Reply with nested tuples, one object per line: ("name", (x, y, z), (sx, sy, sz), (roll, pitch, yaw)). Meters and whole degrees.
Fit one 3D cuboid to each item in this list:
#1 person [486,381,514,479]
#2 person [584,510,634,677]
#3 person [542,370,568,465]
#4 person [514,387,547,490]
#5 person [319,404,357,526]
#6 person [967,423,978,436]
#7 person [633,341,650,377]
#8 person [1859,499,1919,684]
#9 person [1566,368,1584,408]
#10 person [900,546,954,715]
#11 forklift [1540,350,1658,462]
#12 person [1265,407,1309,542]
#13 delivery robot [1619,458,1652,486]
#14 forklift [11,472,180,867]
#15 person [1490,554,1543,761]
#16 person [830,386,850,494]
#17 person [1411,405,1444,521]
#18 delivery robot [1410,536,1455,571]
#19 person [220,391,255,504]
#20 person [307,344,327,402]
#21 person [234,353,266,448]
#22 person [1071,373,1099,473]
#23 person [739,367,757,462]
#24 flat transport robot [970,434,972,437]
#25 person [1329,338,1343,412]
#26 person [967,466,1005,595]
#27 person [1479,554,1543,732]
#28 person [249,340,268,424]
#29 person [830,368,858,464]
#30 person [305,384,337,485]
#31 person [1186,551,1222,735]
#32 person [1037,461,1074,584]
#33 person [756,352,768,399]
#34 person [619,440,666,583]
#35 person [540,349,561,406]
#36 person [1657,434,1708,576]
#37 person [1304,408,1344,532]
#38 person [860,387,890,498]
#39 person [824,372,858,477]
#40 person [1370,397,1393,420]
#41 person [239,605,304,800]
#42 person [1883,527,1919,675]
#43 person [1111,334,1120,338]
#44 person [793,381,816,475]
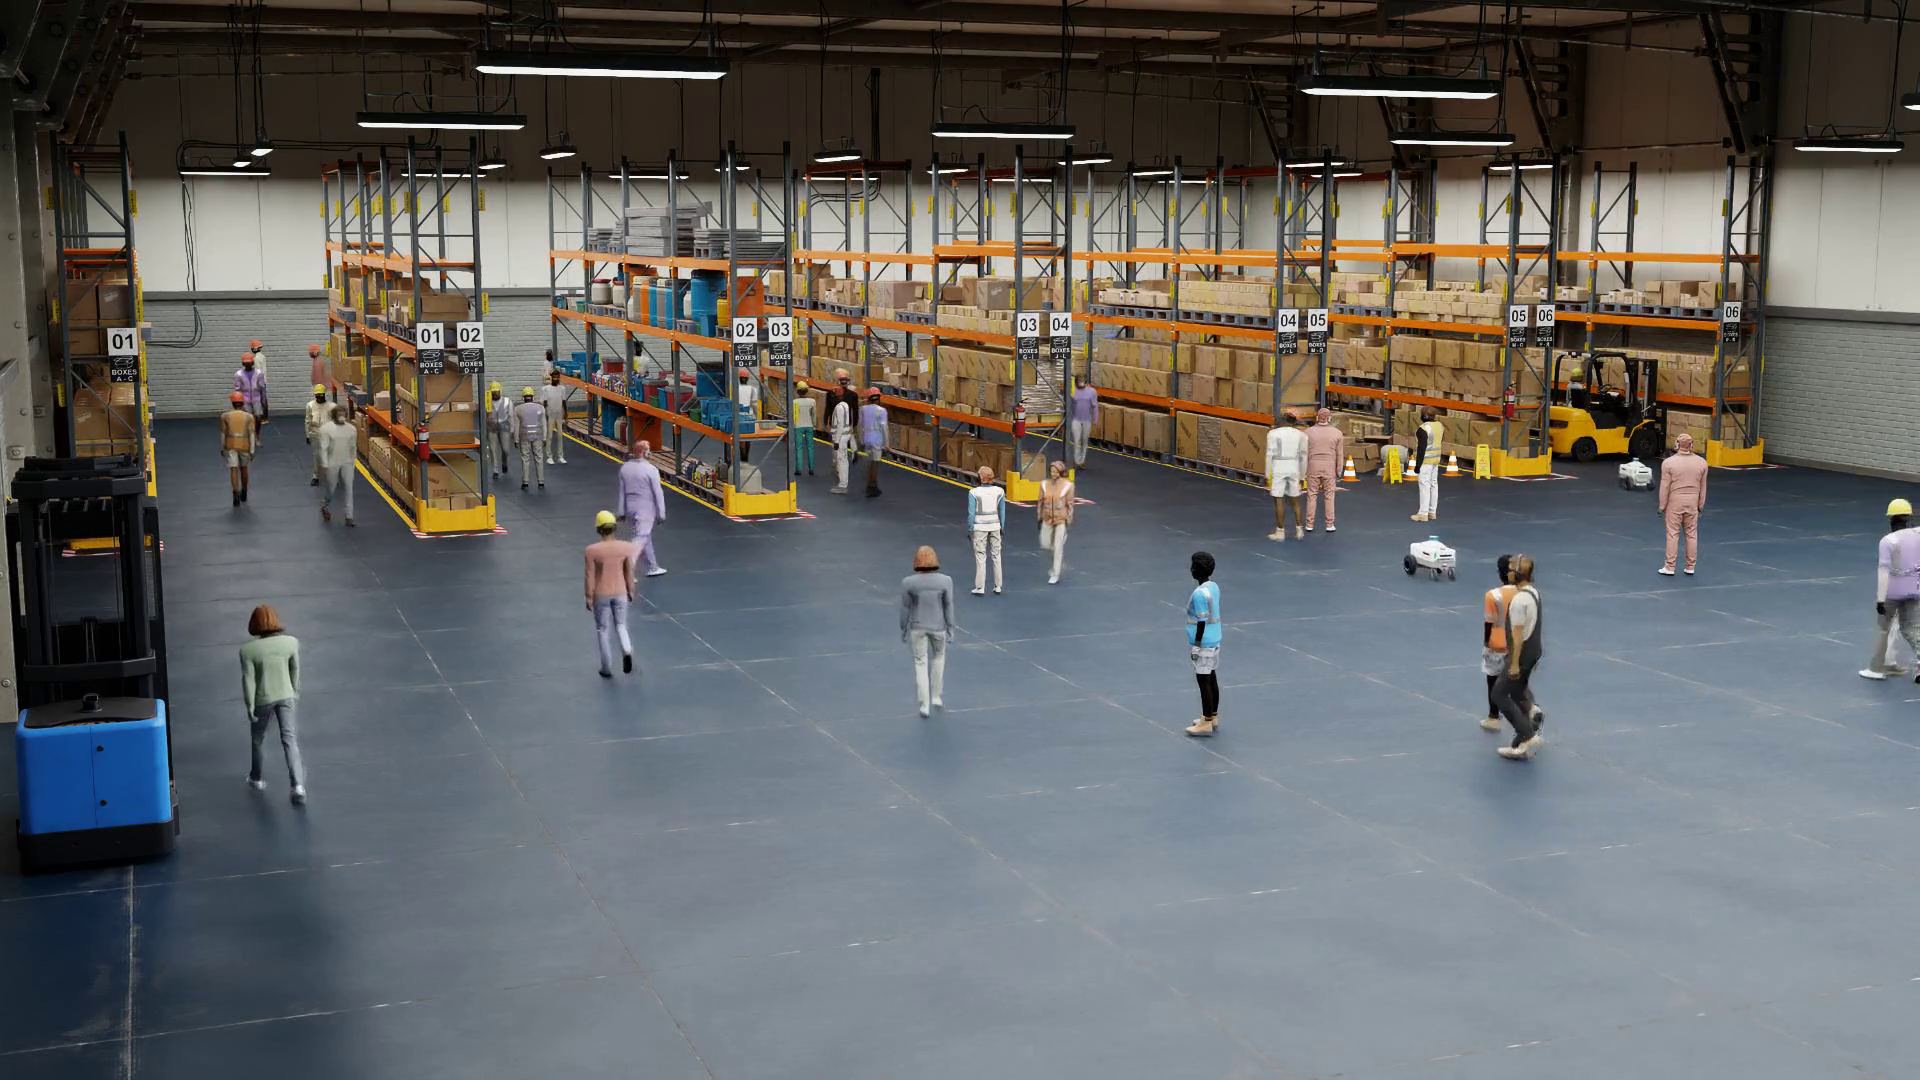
("person", (-8.597, -2.052, 38.937), (0.612, 1.810, 0.439), (-2, 9, -11))
("person", (-3.617, 0.567, 21.669), (0.539, 1.749, 0.497), (-4, 10, -27))
("person", (-7.976, -2.421, 41.256), (0.530, 1.863, 0.343), (-6, 10, -33))
("person", (-7.661, -1.815, 37.332), (0.588, 1.823, 0.403), (-3, 9, -17))
("person", (-9.804, -1.200, 32.977), (0.641, 1.914, 0.910), (-6, 11, -37))
("person", (0.330, -3.284, 46.801), (0.592, 1.921, 0.389), (-6, 10, -34))
("person", (-7.822, -3.882, 50.755), (0.609, 1.938, 0.867), (-4, 9, -24))
("person", (9.663, 0.535, 21.453), (0.646, 1.898, 0.754), (-3, 9, -20))
("person", (12.784, -2.695, 43.463), (0.298, 1.743, 0.493), (-3, 9, -21))
("person", (-0.323, 0.855, 20.192), (0.521, 1.607, 0.639), (0, 9, -2))
("forklift", (12.897, -2.725, 42.309), (2.313, 2.155, 1.214), (-3, 9, -21))
("person", (4.876, -0.966, 31.137), (0.661, 1.995, 0.467), (-2, 9, -11))
("delivery robot", (12.067, -1.220, 37.403), (0.477, 0.478, 0.707), (-1, 8, -5))
("forklift", (-6.630, 0.886, 15.957), (1.129, 2.768, 1.873), (-3, 9, -21))
("person", (4.875, 1.031, 18.335), (0.404, 1.827, 0.535), (5, 10, 29))
("person", (-2.113, -1.770, 36.821), (0.355, 1.887, 0.574), (1, 9, 6))
("person", (7.436, -1.231, 33.381), (0.429, 1.844, 0.626), (8, 11, 42))
("delivery robot", (6.329, 0.187, 28.023), (0.477, 0.478, 0.707), (-3, 9, -16))
("person", (-12.220, -1.562, 35.451), (0.564, 1.900, 0.992), (-3, 9, -20))
("person", (-14.763, -3.517, 48.146), (0.460, 1.977, 0.644), (-2, 9, -13))
("person", (-14.933, -2.926, 44.068), (0.633, 2.020, 0.602), (-4, 9, -22))
("person", (2.325, -2.250, 40.031), (0.633, 1.885, 1.025), (-1, 9, -7))
("person", (-4.222, -2.403, 40.897), (0.561, 1.925, 0.509), (-2, 9, -16))
("flat transport robot", (-0.453, -2.237, 45.439), (1.431, 0.197, 0.652), (8, 12, 42))
("person", (9.183, -3.979, 51.378), (0.547, 1.938, 0.377), (-2, 9, -12))
("person", (0.334, -0.119, 26.636), (0.523, 1.638, 0.311), (-4, 9, -23))
("person", (5.072, 0.972, 19.249), (0.537, 1.675, 0.662), (-3, 9, -20))
("person", (-16.631, -3.748, 49.643), (0.389, 1.992, 0.625), (0, 9, -3))
("person", (-2.271, -2.428, 41.132), (0.599, 1.906, 0.784), (-4, 9, -25))
("person", (-11.568, -1.913, 37.953), (0.590, 1.833, 0.404), (-1, 9, -9))
("person", (2.247, 0.946, 19.339), (0.317, 1.695, 0.540), (3, 9, 21))
("person", (1.265, -0.245, 27.500), (0.526, 1.618, 0.423), (4, 9, 22))
("person", (-4.865, -3.868, 51.777), (0.851, 1.595, 0.531), (1, 9, 9))
("person", (-4.219, -0.386, 27.693), (0.664, 1.864, 0.991), (6, 10, 35))
("person", (-9.647, -3.612, 49.369), (0.440, 1.807, 0.686), (-7, 11, -40))
("person", (9.680, -0.475, 28.119), (0.645, 1.908, 0.408), (-1, 9, -6))
("person", (5.557, -1.076, 32.153), (0.648, 1.902, 0.404), (1, 9, 10))
("person", (-1.428, -1.702, 36.332), (0.573, 1.893, 0.664), (7, 11, 37))
("person", (-2.220, -2.182, 39.387), (0.625, 1.933, 0.881), (1, 9, 7))
("person", (9.294, -3.118, 46.029), (0.639, 1.824, 0.654), (-3, 9, -21))
("person", (-5.643, 1.321, 17.202), (0.501, 1.592, 0.862), (-6, 10, -35))
("person", (9.961, 0.519, 21.680), (0.705, 1.853, 0.623), (1, 9, 4))
("person", (3.872, -4.411, 54.404), (0.754, 1.884, 0.701), (7, 11, 39))
("person", (-2.960, -2.112, 39.491), (0.525, 1.772, 0.304), (-4, 9, -24))
